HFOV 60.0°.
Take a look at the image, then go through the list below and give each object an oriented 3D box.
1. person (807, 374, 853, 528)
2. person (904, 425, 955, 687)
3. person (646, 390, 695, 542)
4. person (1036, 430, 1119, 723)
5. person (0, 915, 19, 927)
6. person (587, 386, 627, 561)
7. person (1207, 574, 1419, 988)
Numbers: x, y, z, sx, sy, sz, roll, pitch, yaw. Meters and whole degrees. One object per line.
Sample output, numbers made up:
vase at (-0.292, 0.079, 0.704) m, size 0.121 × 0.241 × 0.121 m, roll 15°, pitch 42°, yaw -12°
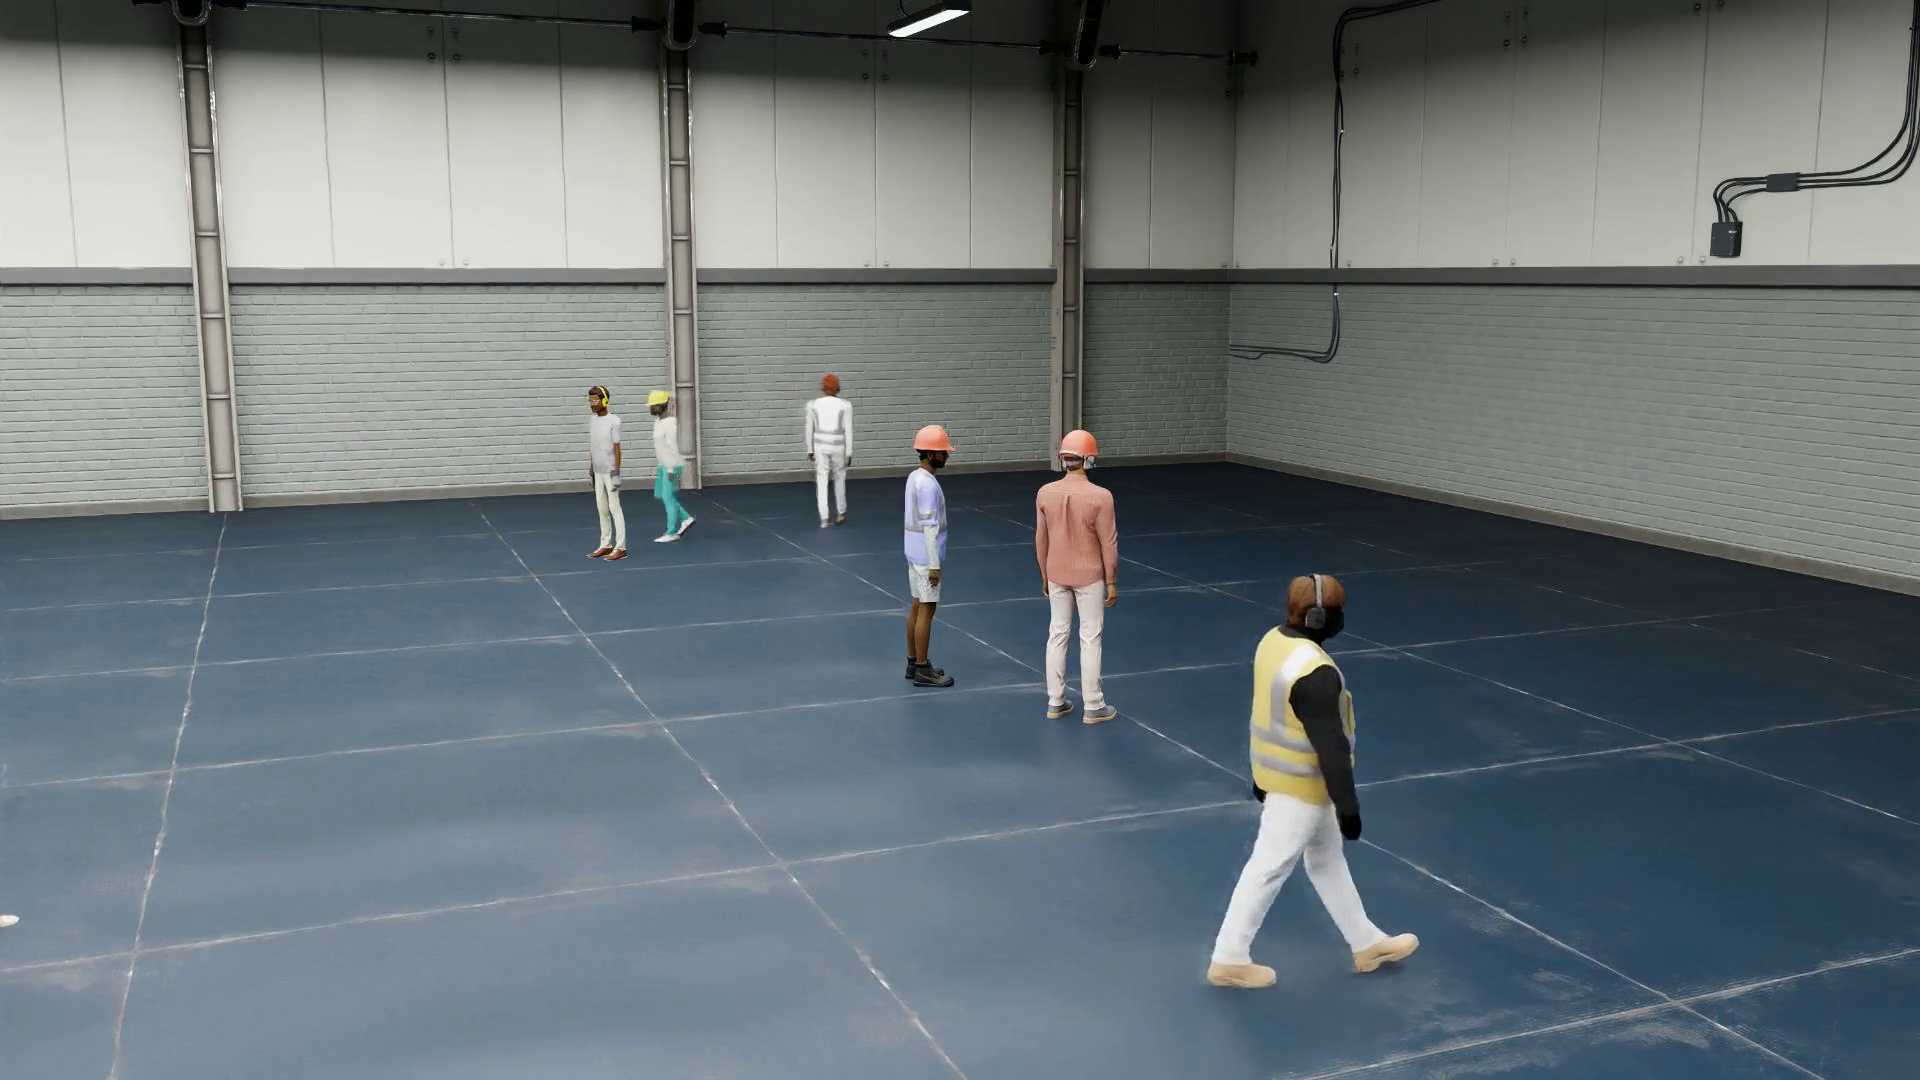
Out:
person at (-1.574, -1.094, 20.229) m, size 0.587 × 1.831 × 0.980 m, roll 1°, pitch 9°, yaw 5°
person at (-0.220, 0.115, 12.318) m, size 0.373 × 1.934 × 0.551 m, roll -2°, pitch 9°, yaw -13°
person at (-3.319, -0.846, 18.948) m, size 0.496 × 1.746 × 0.558 m, roll -5°, pitch 10°, yaw -28°
person at (0.802, 0.248, 11.298) m, size 0.612 × 1.996 × 0.376 m, roll 6°, pitch 11°, yaw 32°
person at (-4.608, 0.974, 7.513) m, size 0.468 × 1.755 × 0.525 m, roll -7°, pitch 11°, yaw -36°
person at (-3.796, -0.712, 17.768) m, size 0.501 × 1.860 × 0.312 m, roll 7°, pitch 12°, yaw 38°
person at (1.505, 1.028, 7.047) m, size 0.972 × 1.787 × 0.653 m, roll -1°, pitch 9°, yaw -3°
